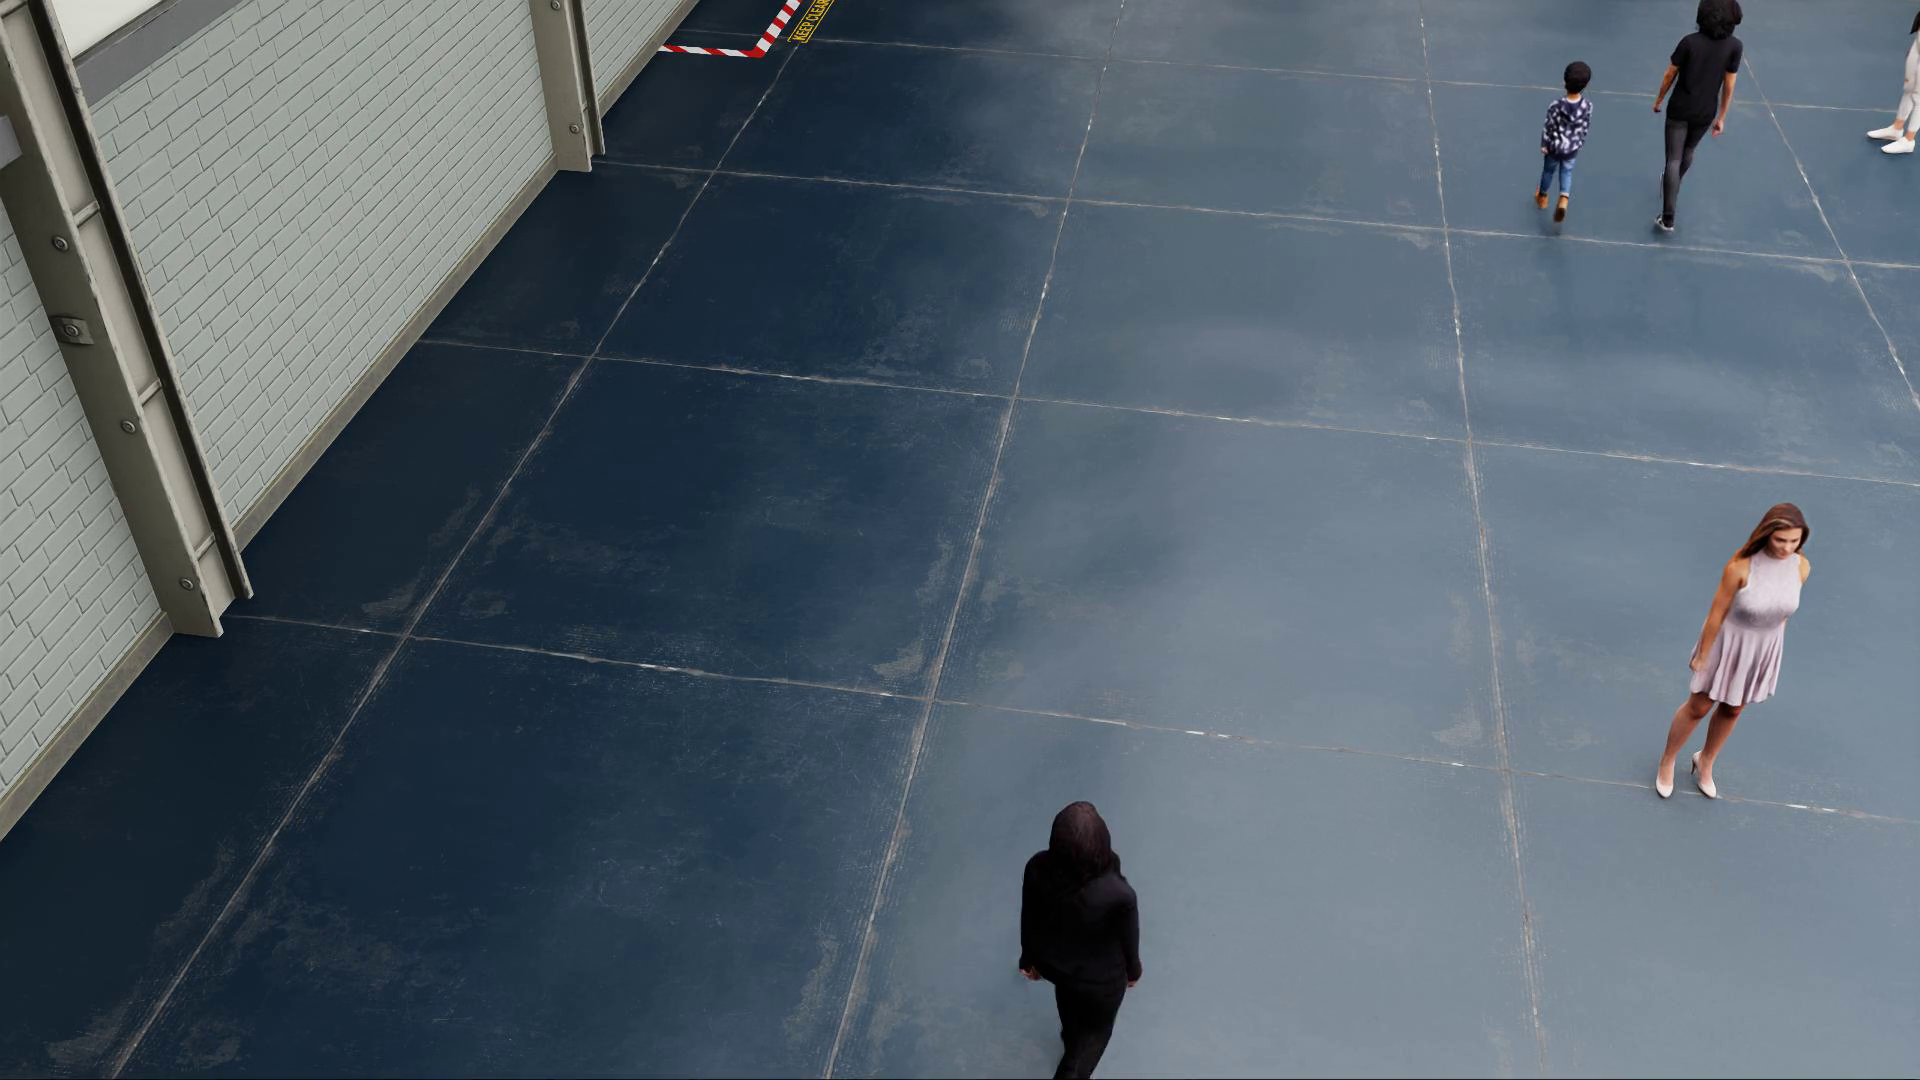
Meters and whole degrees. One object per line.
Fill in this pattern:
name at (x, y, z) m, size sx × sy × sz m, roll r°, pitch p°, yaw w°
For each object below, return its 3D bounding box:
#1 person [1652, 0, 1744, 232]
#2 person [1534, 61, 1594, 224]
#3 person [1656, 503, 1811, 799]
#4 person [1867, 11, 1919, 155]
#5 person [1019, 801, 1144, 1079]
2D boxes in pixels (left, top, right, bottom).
person at (5.584, -3.230, 12.690) m, size 0.653 × 1.788 × 1.120 m, roll 5°, pitch 38°, yaw 6°
person at (4.713, -3.088, 12.955) m, size 0.492 × 1.235 × 0.784 m, roll 7°, pitch 39°, yaw 9°
person at (3.672, 0.544, 7.880) m, size 0.596 × 1.769 × 0.614 m, roll 1°, pitch 38°, yaw 1°
person at (8.074, -4.075, 13.836) m, size 0.667 × 1.704 × 0.481 m, roll 3°, pitch 38°, yaw 3°
person at (0.441, 1.718, 6.526) m, size 0.862 × 1.589 × 1.096 m, roll 19°, pitch 42°, yaw 23°
